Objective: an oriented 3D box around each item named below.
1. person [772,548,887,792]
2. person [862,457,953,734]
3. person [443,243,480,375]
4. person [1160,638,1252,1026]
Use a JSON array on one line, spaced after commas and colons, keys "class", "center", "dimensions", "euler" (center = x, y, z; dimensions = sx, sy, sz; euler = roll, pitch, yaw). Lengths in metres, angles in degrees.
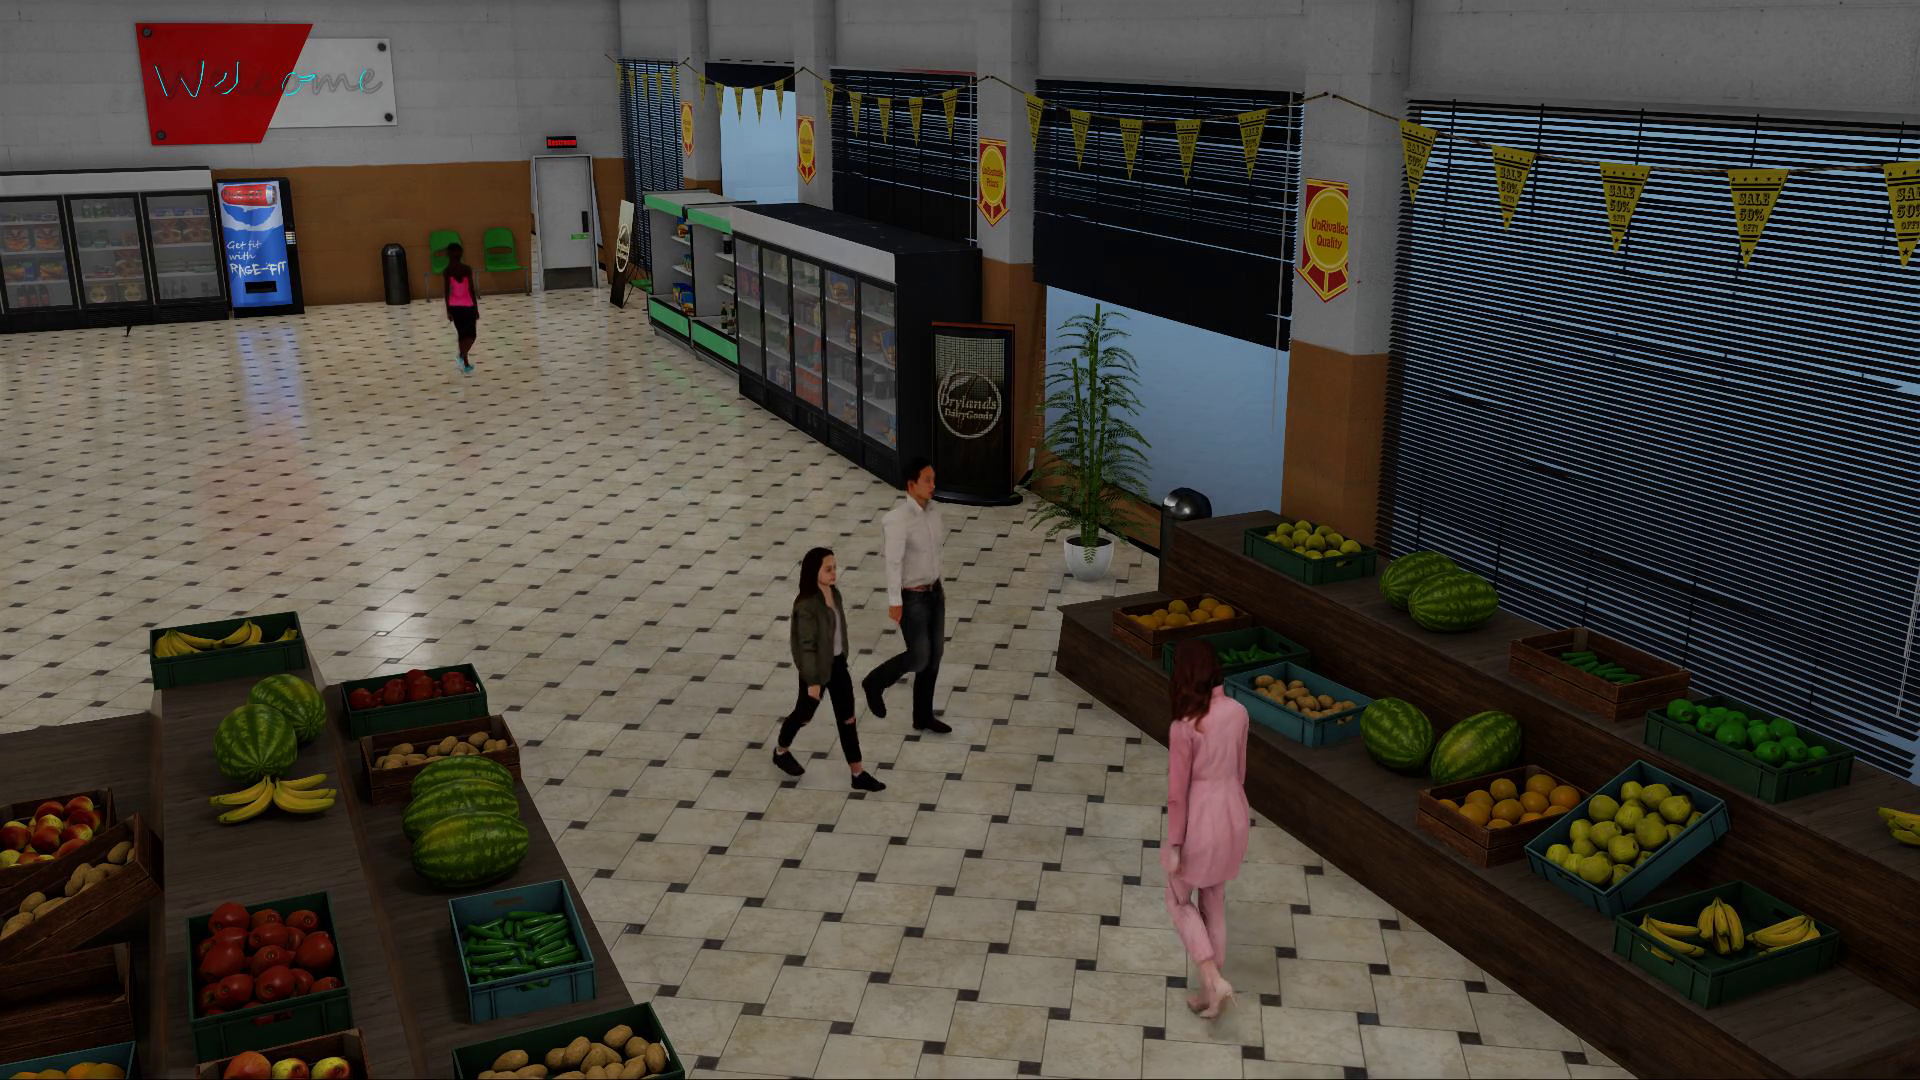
[{"class": "person", "center": [-0.871, 0.761, 9.681], "dimensions": [1.100, 1.441, 0.931], "euler": [10, 20, 30]}, {"class": "person", "center": [-0.342, 0.349, 10.428], "dimensions": [0.995, 1.795, 0.902], "euler": [10, 20, 30]}, {"class": "person", "center": [-6.446, -2.953, 21.454], "dimensions": [0.862, 1.706, 1.020], "euler": [2, 17, 6]}, {"class": "person", "center": [1.149, 1.331, 7.226], "dimensions": [0.633, 1.776, 0.743], "euler": [-9, 19, -27]}]
